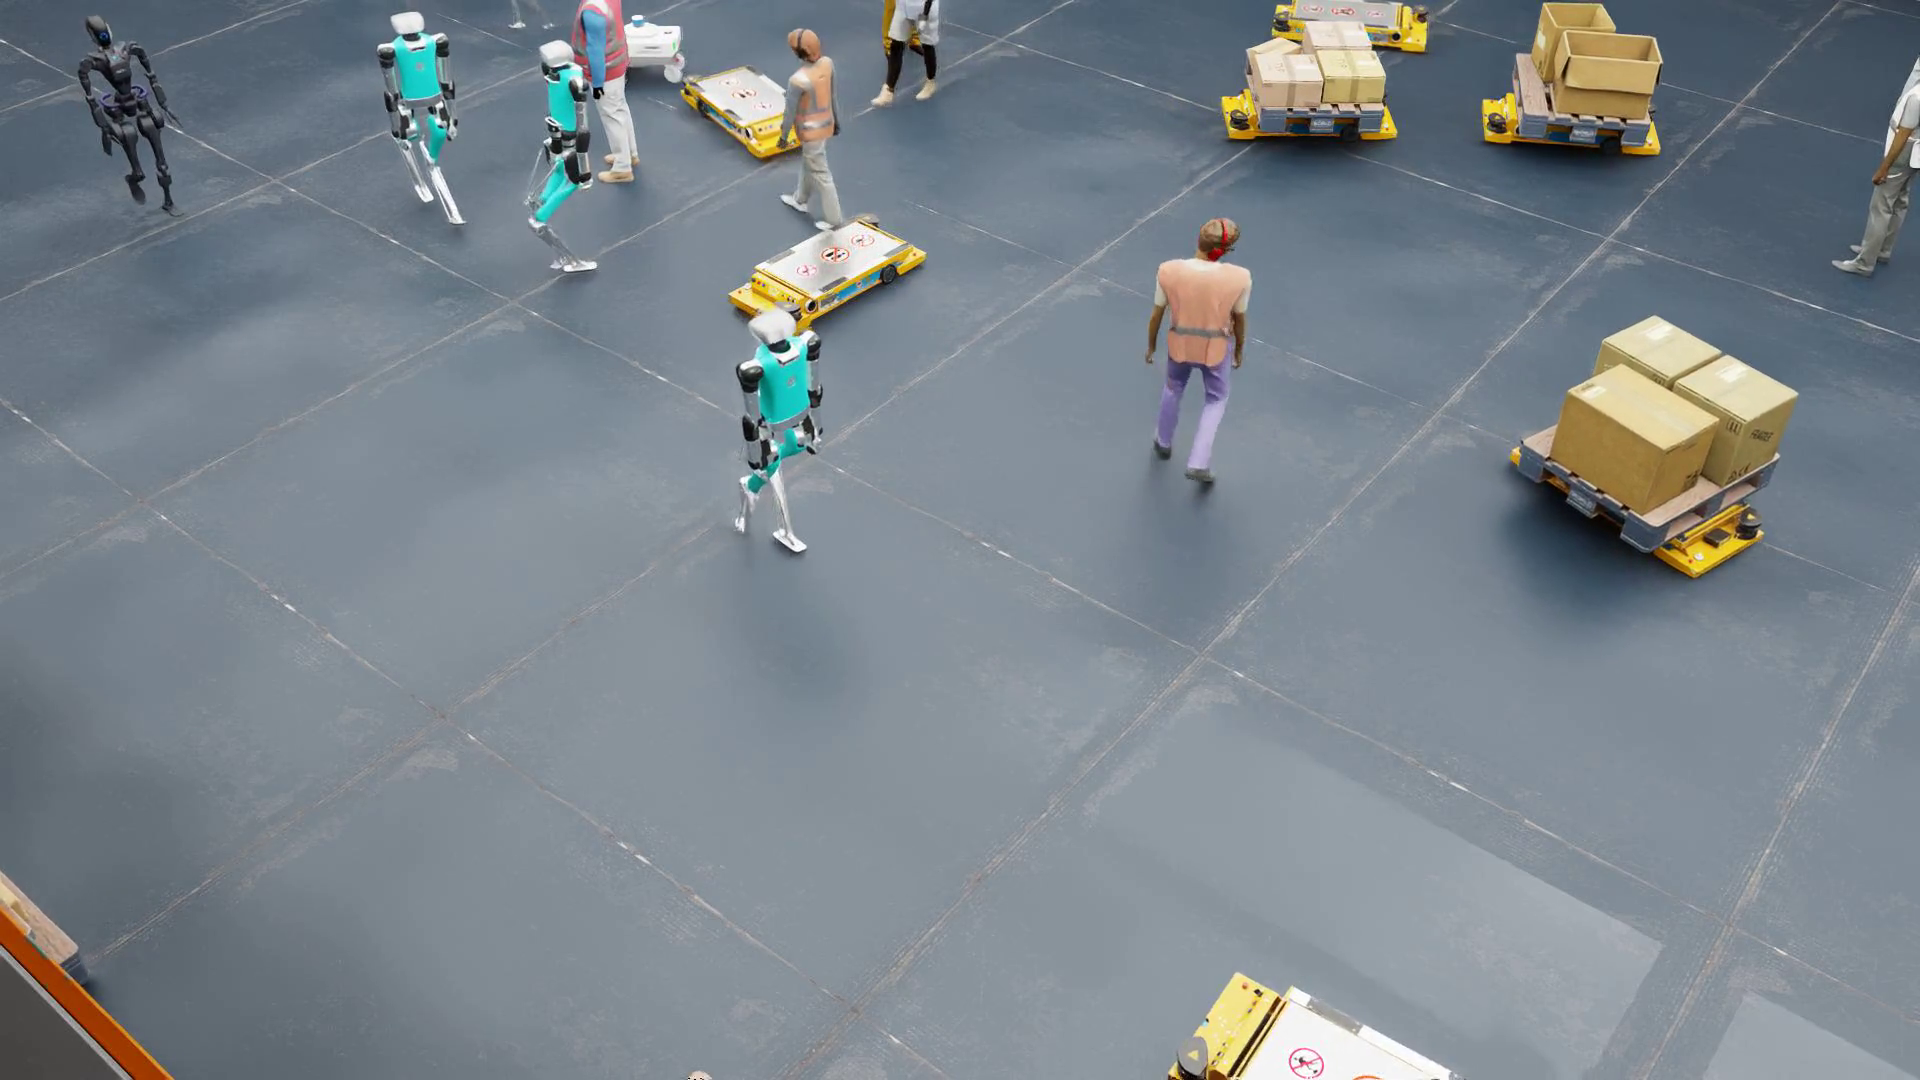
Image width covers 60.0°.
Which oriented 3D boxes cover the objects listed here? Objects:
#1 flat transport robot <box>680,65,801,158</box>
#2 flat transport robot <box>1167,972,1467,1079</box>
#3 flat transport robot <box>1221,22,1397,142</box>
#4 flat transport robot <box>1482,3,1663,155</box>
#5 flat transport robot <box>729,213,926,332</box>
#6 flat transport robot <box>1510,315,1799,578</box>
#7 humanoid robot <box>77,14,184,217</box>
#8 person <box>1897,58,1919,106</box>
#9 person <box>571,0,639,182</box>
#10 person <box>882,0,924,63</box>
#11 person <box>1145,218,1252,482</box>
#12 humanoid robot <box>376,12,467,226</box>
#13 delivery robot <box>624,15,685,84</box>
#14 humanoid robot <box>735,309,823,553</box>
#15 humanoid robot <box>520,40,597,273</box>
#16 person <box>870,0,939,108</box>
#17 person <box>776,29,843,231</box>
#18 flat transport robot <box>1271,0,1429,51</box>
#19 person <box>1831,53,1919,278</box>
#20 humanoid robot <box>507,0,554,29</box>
[{"bbox_3d":[-1.822,-3.759,14.501,0.659,0.231,1.431,-24,46,-26],"label":"flat transport robot"},{"bbox_3d":[1.686,2.439,7.208,1.431,0.231,0.659,24,46,26],"label":"flat transport robot"},{"bbox_3d":[3.025,-3.706,14.438,1.431,0.231,0.659,0,40,0],"label":"flat transport robot"},{"bbox_3d":[5.247,-3.586,14.297,1.431,0.231,0.659,7,41,8],"label":"flat transport robot"},{"bbox_3d":[-0.979,-2.005,12.437,0.659,0.231,1.431,31,49,31],"label":"flat transport robot"},{"bbox_3d":[4.244,-0.322,10.457,0.659,0.231,1.431,-24,46,-26],"label":"flat transport robot"},{"bbox_3d":[-6.421,-3.305,12.887,0.476,1.645,0.610,32,50,32],"label":"humanoid robot"},{"bbox_3d":[8.305,-4.211,13.904,0.319,1.729,0.487,-9,41,-11],"label":"person"},{"bbox_3d":[-2.859,-3.768,13.309,0.431,1.836,0.629,0,40,0],"label":"person"},{"bbox_3d":[-0.483,-5.187,15.033,0.525,1.753,0.343,-24,46,-26],"label":"person"},{"bbox_3d":[1.444,-1.184,10.270,0.635,1.815,0.566,10,41,11],"label":"person"},{"bbox_3d":[-4.181,-3.281,12.831,0.550,1.747,1.038,-23,45,-25],"label":"humanoid robot"},{"bbox_3d":[-2.891,-4.461,15.100,0.777,0.587,0.499,0,40,0],"label":"delivery robot"},{"bbox_3d":[-1.145,-0.599,9.737,0.548,1.905,0.743,-30,49,-30],"label":"humanoid robot"},{"bbox_3d":[-2.988,-2.706,12.098,0.712,1.754,0.536,-27,47,-28],"label":"humanoid robot"},{"bbox_3d":[-0.451,-4.500,14.286,0.541,1.671,0.753,24,46,26],"label":"person"},{"bbox_3d":[-1.204,-3.143,12.737,0.763,1.603,0.516,18,44,20],"label":"person"},{"bbox_3d":[3.730,-4.944,15.894,1.431,0.231,0.659,9,41,10],"label":"flat transport robot"},{"bbox_3d":[6.916,-2.790,12.154,0.559,1.835,0.381,-31,49,-31],"label":"person"},{"bbox_3d":[-4.159,-5.641,15.623,0.765,1.825,0.550,-20,44,-22],"label":"humanoid robot"}]
